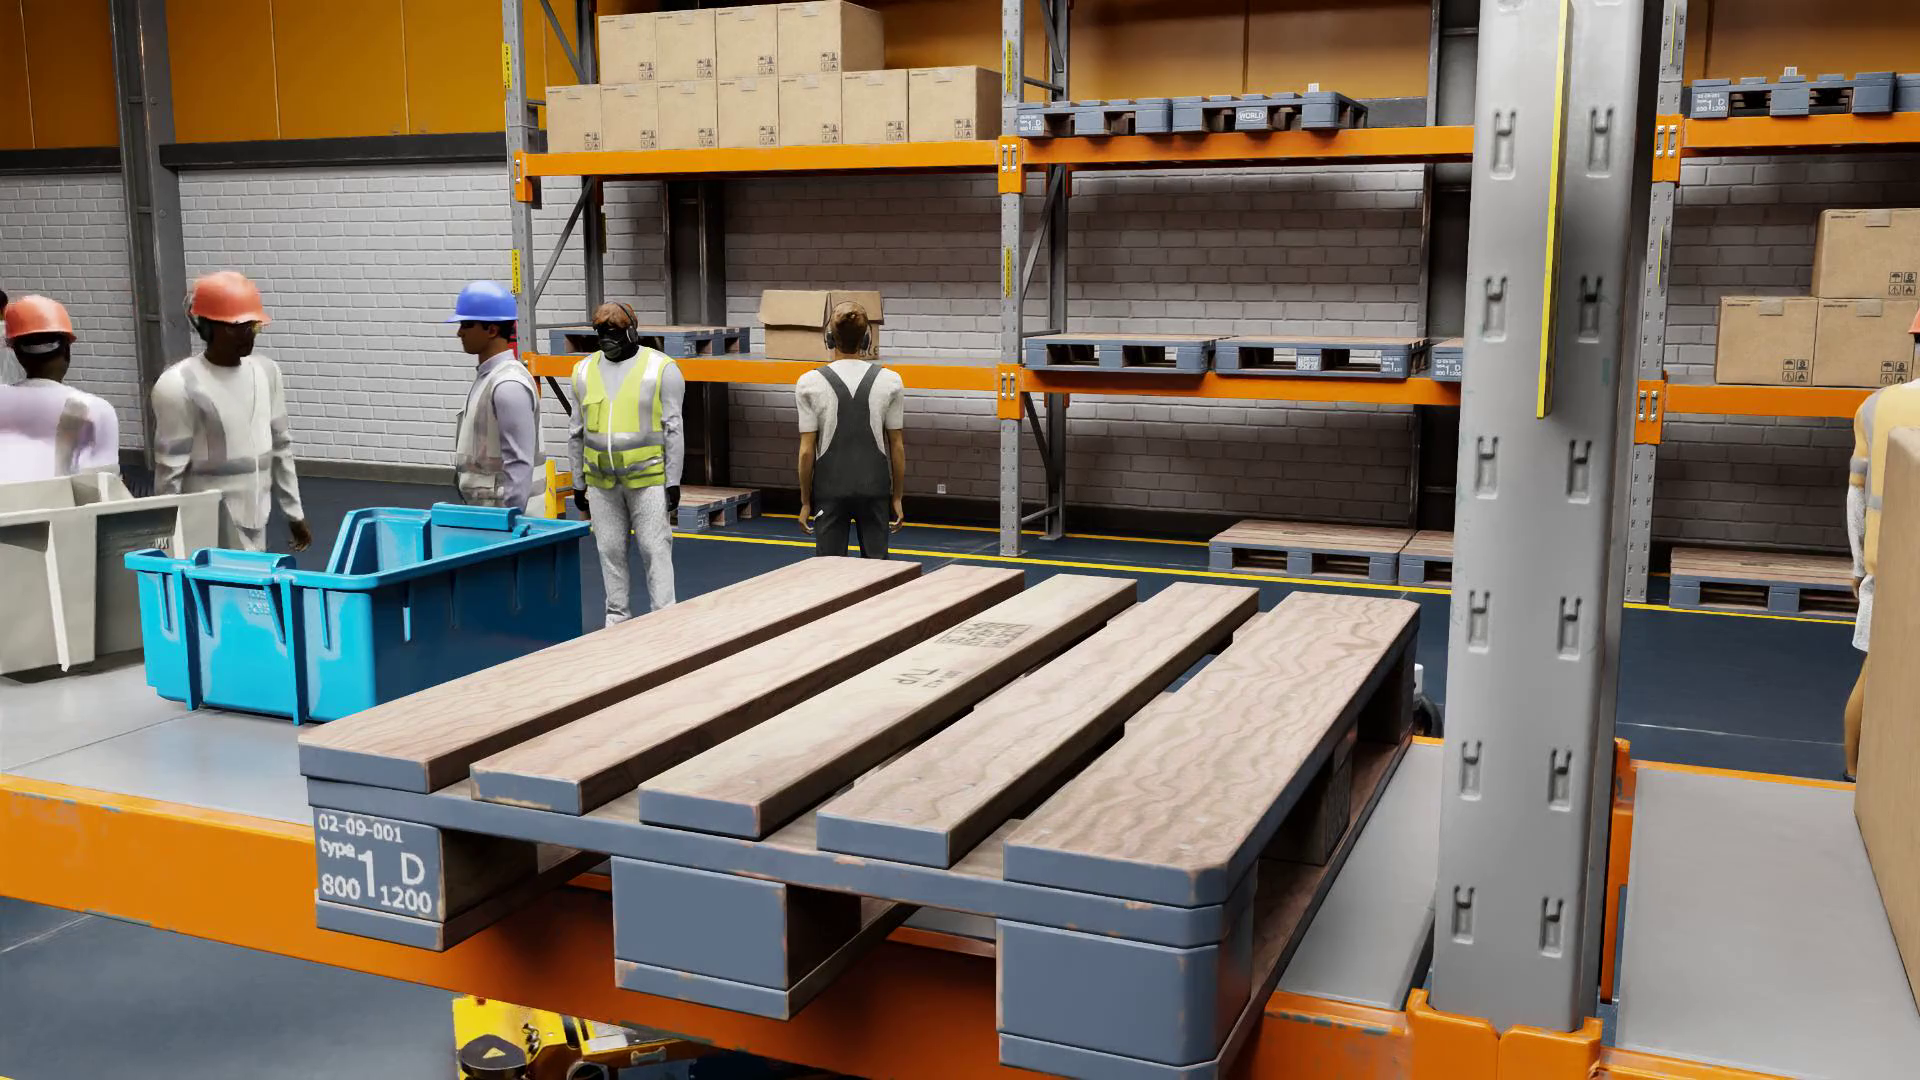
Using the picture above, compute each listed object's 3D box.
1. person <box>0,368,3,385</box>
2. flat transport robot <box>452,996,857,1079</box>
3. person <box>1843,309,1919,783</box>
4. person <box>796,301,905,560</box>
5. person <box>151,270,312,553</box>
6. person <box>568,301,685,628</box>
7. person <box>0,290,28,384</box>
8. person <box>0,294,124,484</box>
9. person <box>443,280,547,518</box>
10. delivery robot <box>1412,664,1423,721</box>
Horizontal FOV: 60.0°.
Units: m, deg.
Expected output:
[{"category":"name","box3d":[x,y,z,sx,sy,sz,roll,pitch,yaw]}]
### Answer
[{"category":"person","box3d":[-7.662,-1.010,12.718,0.624,1.844,0.430,-4,10,-24]},{"category":"flat transport robot","box3d":[-0.539,1.188,4.246,1.431,0.197,0.652,-3,10,-19]},{"category":"person","box3d":[3.388,0.093,5.832,0.378,1.932,0.551,-3,10,-18]},{"category":"person","box3d":[-0.510,-0.188,7.784,0.506,1.846,0.345,-2,10,-11]},{"category":"person","box3d":[-3.122,-0.109,6.881,0.943,2.000,0.649,3,10,18]},{"category":"person","box3d":[-1.720,-0.307,8.562,0.635,1.830,0.429,2,10,12]},{"category":"person","box3d":[-7.820,-1.143,13.626,0.636,1.826,0.553,1,10,8]},{"category":"person","box3d":[-3.291,0.075,6.011,0.570,1.907,0.543,0,9,1]},{"category":"person","box3d":[-1.944,-0.115,7.039,0.390,1.948,0.605,-5,11,-26]},{"category":"delivery robot","box3d":[1.554,0.563,6.860,0.477,0.478,0.707,-6,11,-31]}]
